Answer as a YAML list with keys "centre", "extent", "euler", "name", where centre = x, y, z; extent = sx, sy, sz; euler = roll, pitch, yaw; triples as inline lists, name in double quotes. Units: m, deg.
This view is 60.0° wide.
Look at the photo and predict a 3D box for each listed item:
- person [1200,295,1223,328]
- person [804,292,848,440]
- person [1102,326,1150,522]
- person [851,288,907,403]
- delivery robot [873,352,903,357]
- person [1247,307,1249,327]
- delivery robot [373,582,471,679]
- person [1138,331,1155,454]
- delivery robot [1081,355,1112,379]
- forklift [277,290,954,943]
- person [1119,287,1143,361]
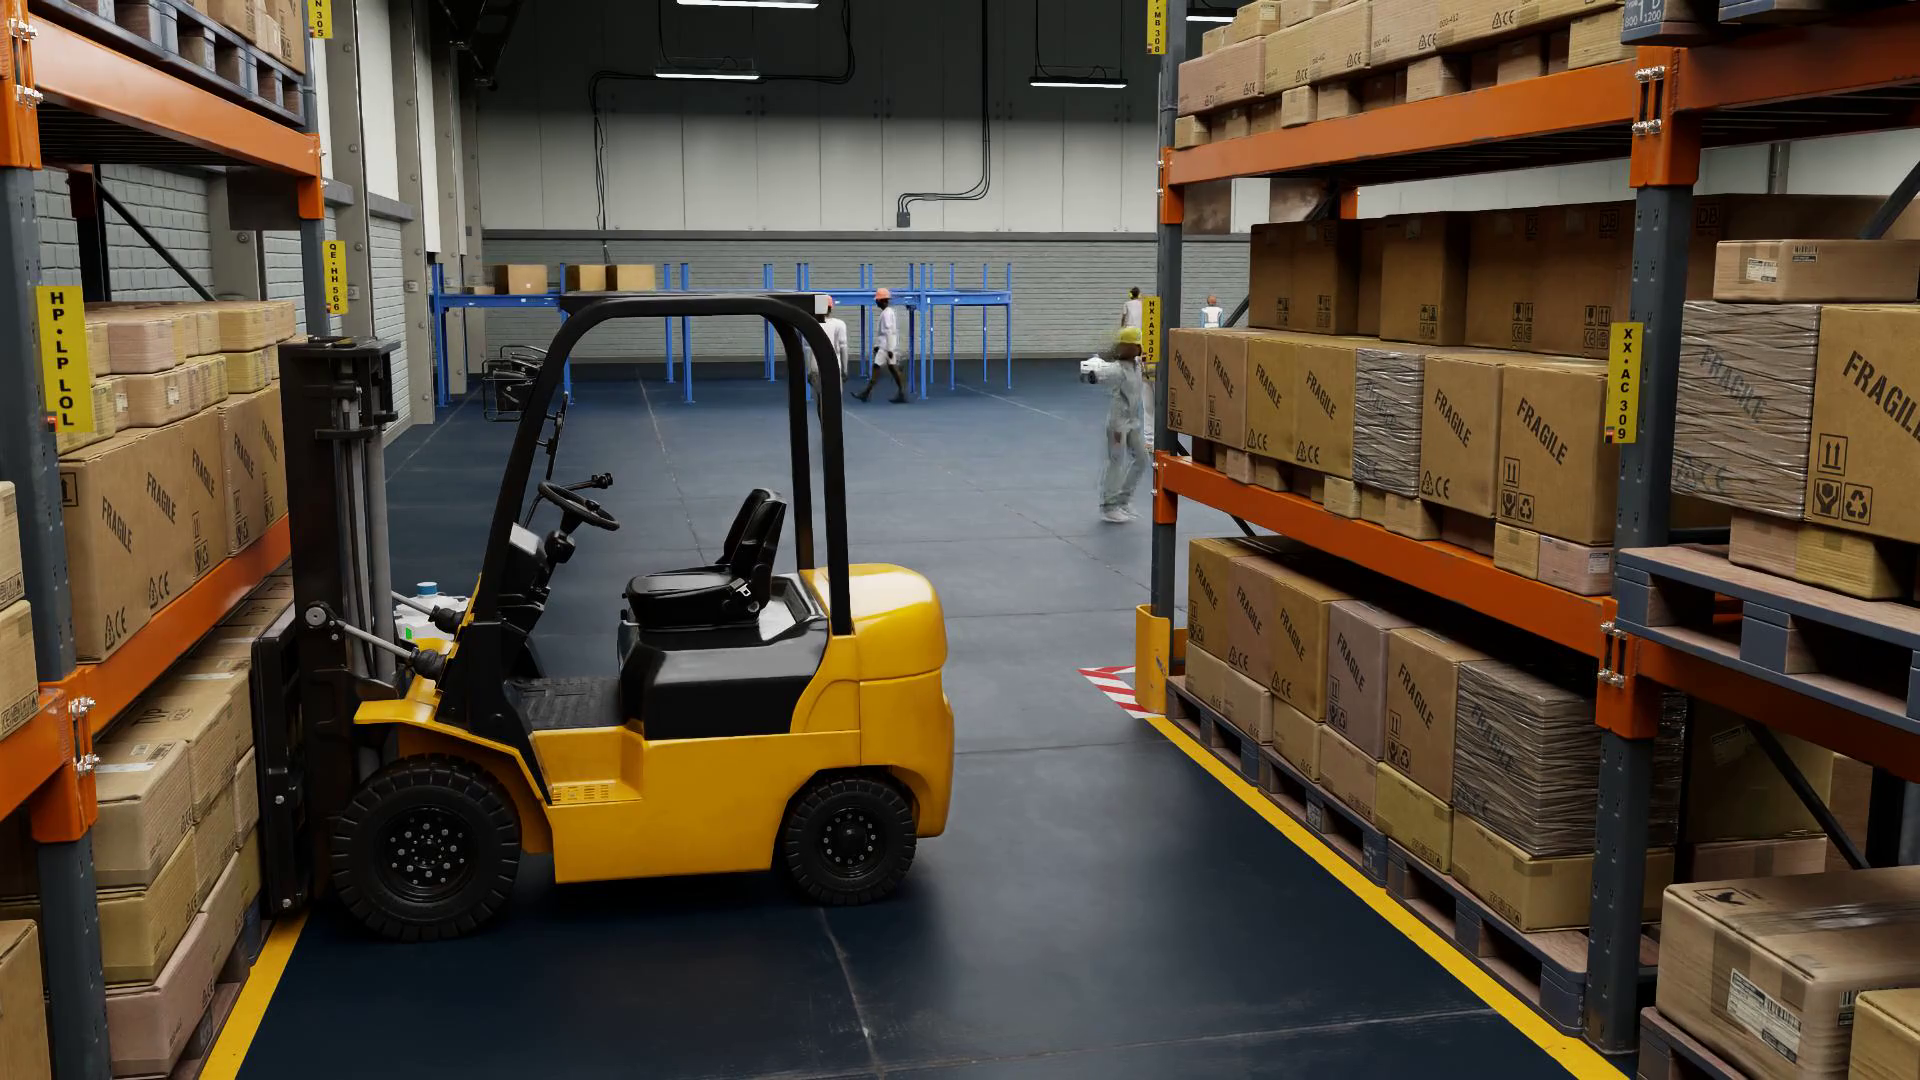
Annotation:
- centre: [5.481, -4.511, 36.265]
  extent: [0.522, 1.638, 0.310]
  euler: [-2, 9, -9]
  name: "person"
- centre: [-1.737, -2.235, 21.514]
  extent: [0.561, 1.927, 0.523]
  euler: [0, 9, 0]
  name: "person"
- centre: [1.459, -1.024, 14.697]
  extent: [0.442, 1.729, 0.530]
  euler: [6, 11, 34]
  name: "person"
- centre: [-1.326, -3.222, 27.639]
  extent: [0.949, 1.888, 0.557]
  euler: [1, 9, 5]
  name: "person"
- centre: [-1.580, -4.040, 35.747]
  extent: [0.698, 0.223, 0.335]
  euler: [1, 9, 4]
  name: "delivery robot"
- centre: [6.953, -5.038, 38.673]
  extent: [0.651, 1.904, 0.403]
  euler: [-3, 10, -18]
  name: "person"
- centre: [-2.881, 0.473, 9.029]
  extent: [0.477, 0.478, 0.707]
  euler: [4, 10, 22]
  name: "delivery robot"
- centre: [2.365, -1.958, 20.091]
  extent: [0.429, 1.844, 0.626]
  euler: [-7, 12, -37]
  name: "person"
- centre: [2.662, -3.388, 32.560]
  extent: [0.477, 0.478, 0.707]
  euler: [-5, 11, -27]
  name: "delivery robot"
- centre: [-1.179, 0.175, 6.143]
  extent: [2.313, 2.155, 1.214]
  euler: [-2, 10, -12]
  name: "forklift"
- centre: [3.767, -4.538, 35.874]
  extent: [0.520, 1.832, 0.874]
  euler: [-3, 10, -16]
  name: "person"
